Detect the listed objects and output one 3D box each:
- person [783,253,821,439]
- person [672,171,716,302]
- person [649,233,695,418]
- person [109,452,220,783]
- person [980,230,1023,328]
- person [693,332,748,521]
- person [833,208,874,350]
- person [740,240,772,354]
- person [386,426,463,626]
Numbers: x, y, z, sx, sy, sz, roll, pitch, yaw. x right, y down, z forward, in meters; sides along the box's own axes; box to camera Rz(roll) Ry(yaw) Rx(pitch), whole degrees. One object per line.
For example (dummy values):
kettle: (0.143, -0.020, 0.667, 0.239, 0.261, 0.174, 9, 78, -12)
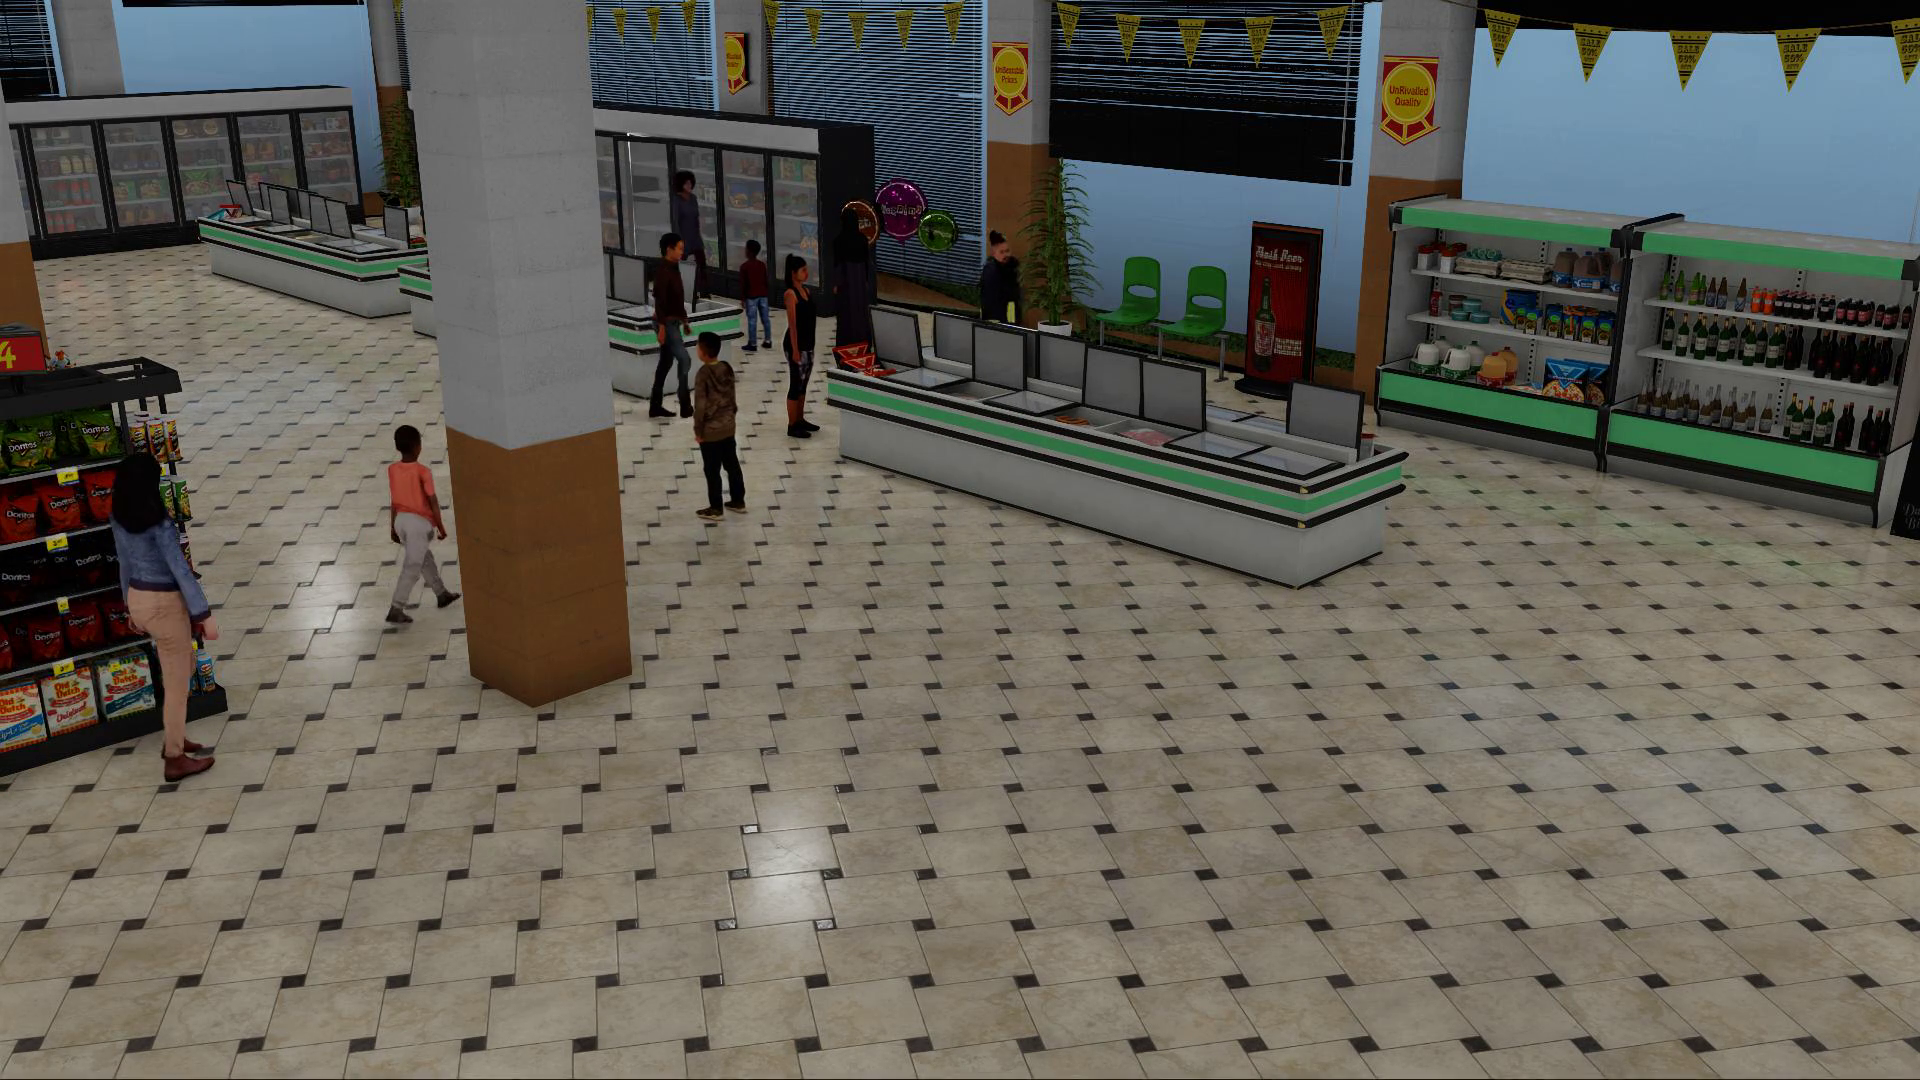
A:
person: (-1.473, -1.788, 15.237, 0.667, 1.666, 0.660, 5, 19, 14)
person: (-3.564, -3.875, 21.383, 0.807, 1.694, 0.644, 16, 24, 39)
person: (-2.855, -2.008, 15.759, 0.975, 1.750, 0.914, 1, 19, 3)
person: (-4.162, 0.431, 8.501, 0.619, 1.766, 0.748, 12, 22, 31)
person: (0.292, -1.959, 15.515, 1.188, 1.813, 1.027, 6, 20, 17)
person: (-1.879, -0.894, 12.924, 0.583, 1.450, 0.611, 14, 23, 35)
person: (-1.227, -2.898, 18.609, 0.664, 1.615, 0.664, -11, 21, -29)
person: (-2.301, -2.755, 18.753, 0.527, 1.253, 0.514, -14, 23, -36)
person: (-3.560, -0.064, 10.725, 0.877, 1.283, 0.693, 10, 21, 27)
